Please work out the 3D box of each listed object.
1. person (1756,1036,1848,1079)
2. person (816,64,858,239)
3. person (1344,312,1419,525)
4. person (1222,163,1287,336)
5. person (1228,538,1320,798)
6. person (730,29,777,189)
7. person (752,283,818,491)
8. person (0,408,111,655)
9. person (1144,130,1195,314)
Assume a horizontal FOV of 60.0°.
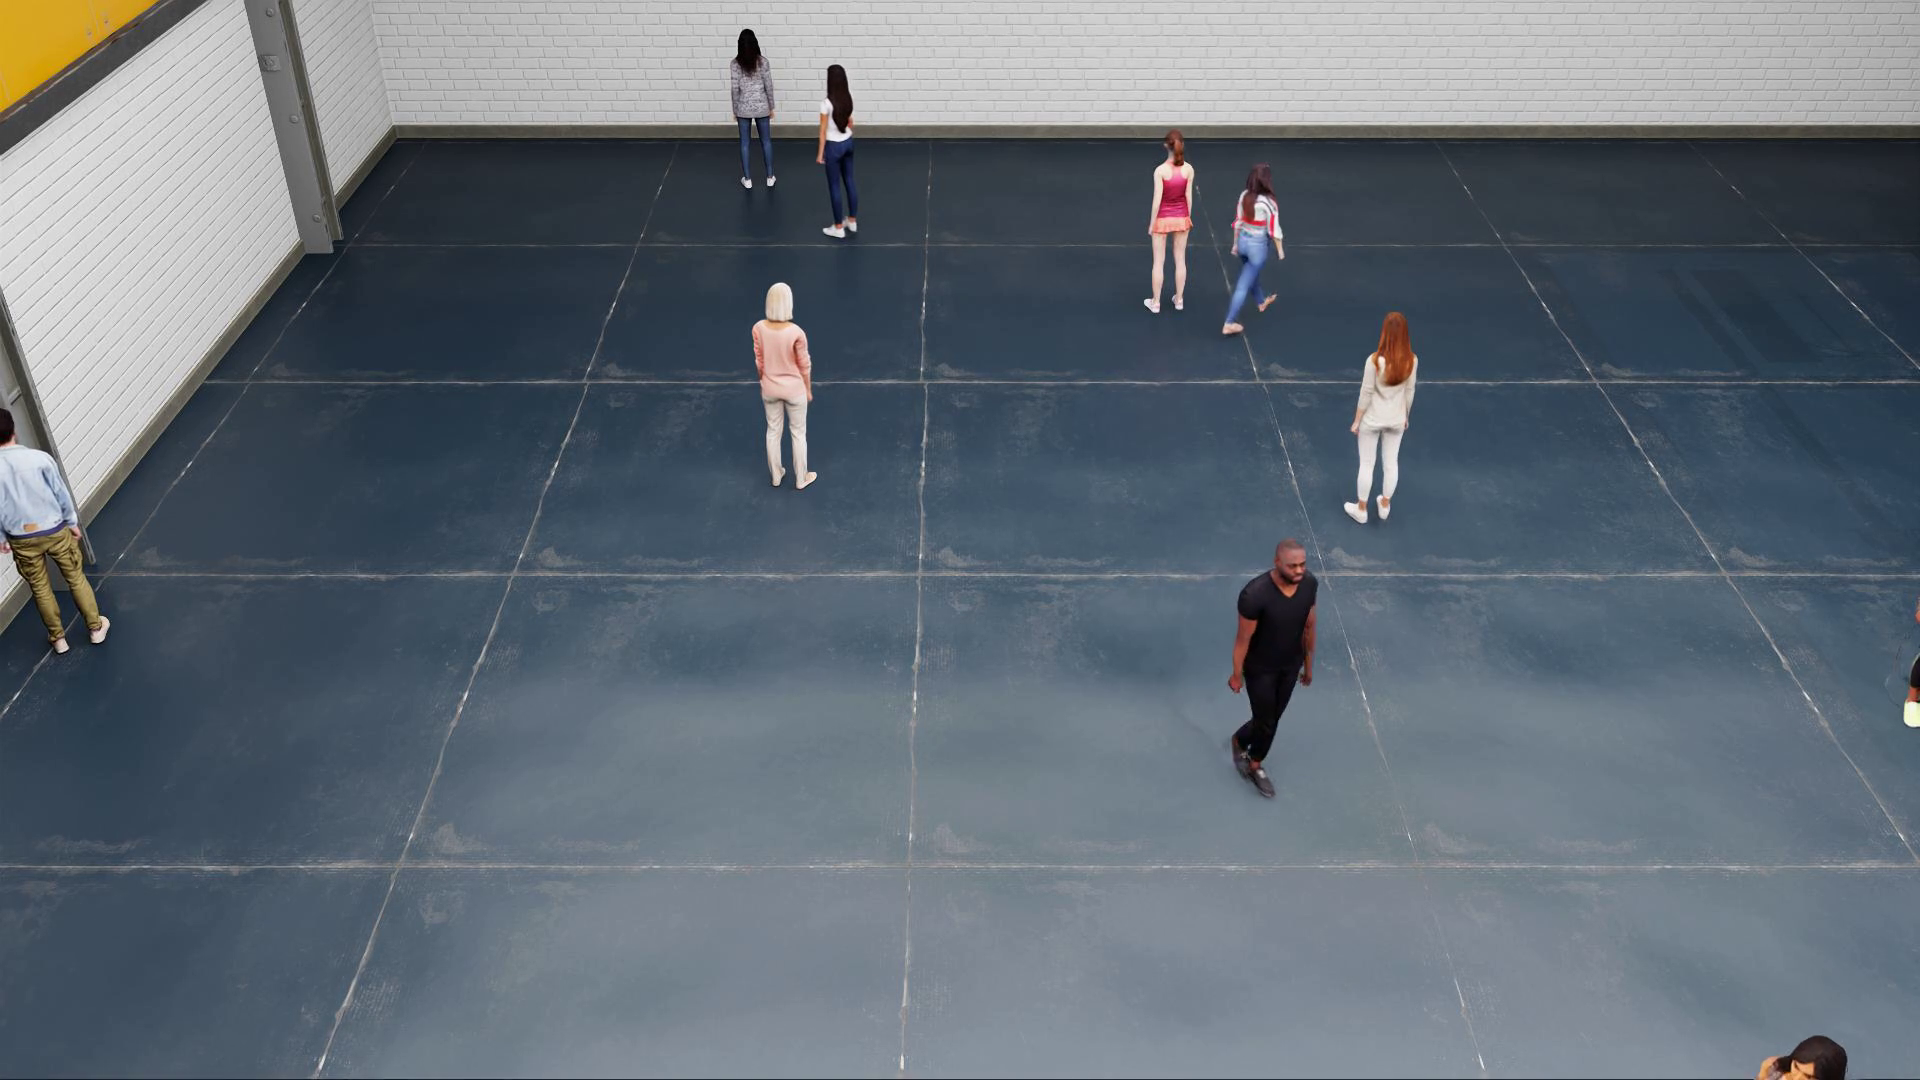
[{"bbox_3d":[3.548,2.690,7.148,0.950,1.616,1.008,-15,37,-22],"label":"person"},{"bbox_3d":[-1.223,-3.988,17.053,0.726,1.773,0.646,24,41,32],"label":"person"},{"bbox_3d":[3.175,-0.906,12.474,0.639,1.710,0.585,-5,34,-8],"label":"person"},{"bbox_3d":[2.605,-2.617,15.175,1.070,1.570,1.063,-23,40,-31],"label":"person"},{"bbox_3d":[1.813,0.712,9.947,0.809,1.812,0.845,-14,36,-20],"label":"person"},{"bbox_3d":[-2.272,-4.721,18.193,0.658,1.732,0.582,-6,34,-10],"label":"person"},{"bbox_3d":[-1.365,-1.189,12.885,0.654,1.725,0.608,8,34,12],"label":"person"},{"bbox_3d":[-6.162,-0.056,11.105,0.762,1.810,0.739,-16,37,-22],"label":"person"},{"bbox_3d":[1.967,-2.980,15.559,0.615,1.749,0.601,-7,34,-11],"label":"person"}]
